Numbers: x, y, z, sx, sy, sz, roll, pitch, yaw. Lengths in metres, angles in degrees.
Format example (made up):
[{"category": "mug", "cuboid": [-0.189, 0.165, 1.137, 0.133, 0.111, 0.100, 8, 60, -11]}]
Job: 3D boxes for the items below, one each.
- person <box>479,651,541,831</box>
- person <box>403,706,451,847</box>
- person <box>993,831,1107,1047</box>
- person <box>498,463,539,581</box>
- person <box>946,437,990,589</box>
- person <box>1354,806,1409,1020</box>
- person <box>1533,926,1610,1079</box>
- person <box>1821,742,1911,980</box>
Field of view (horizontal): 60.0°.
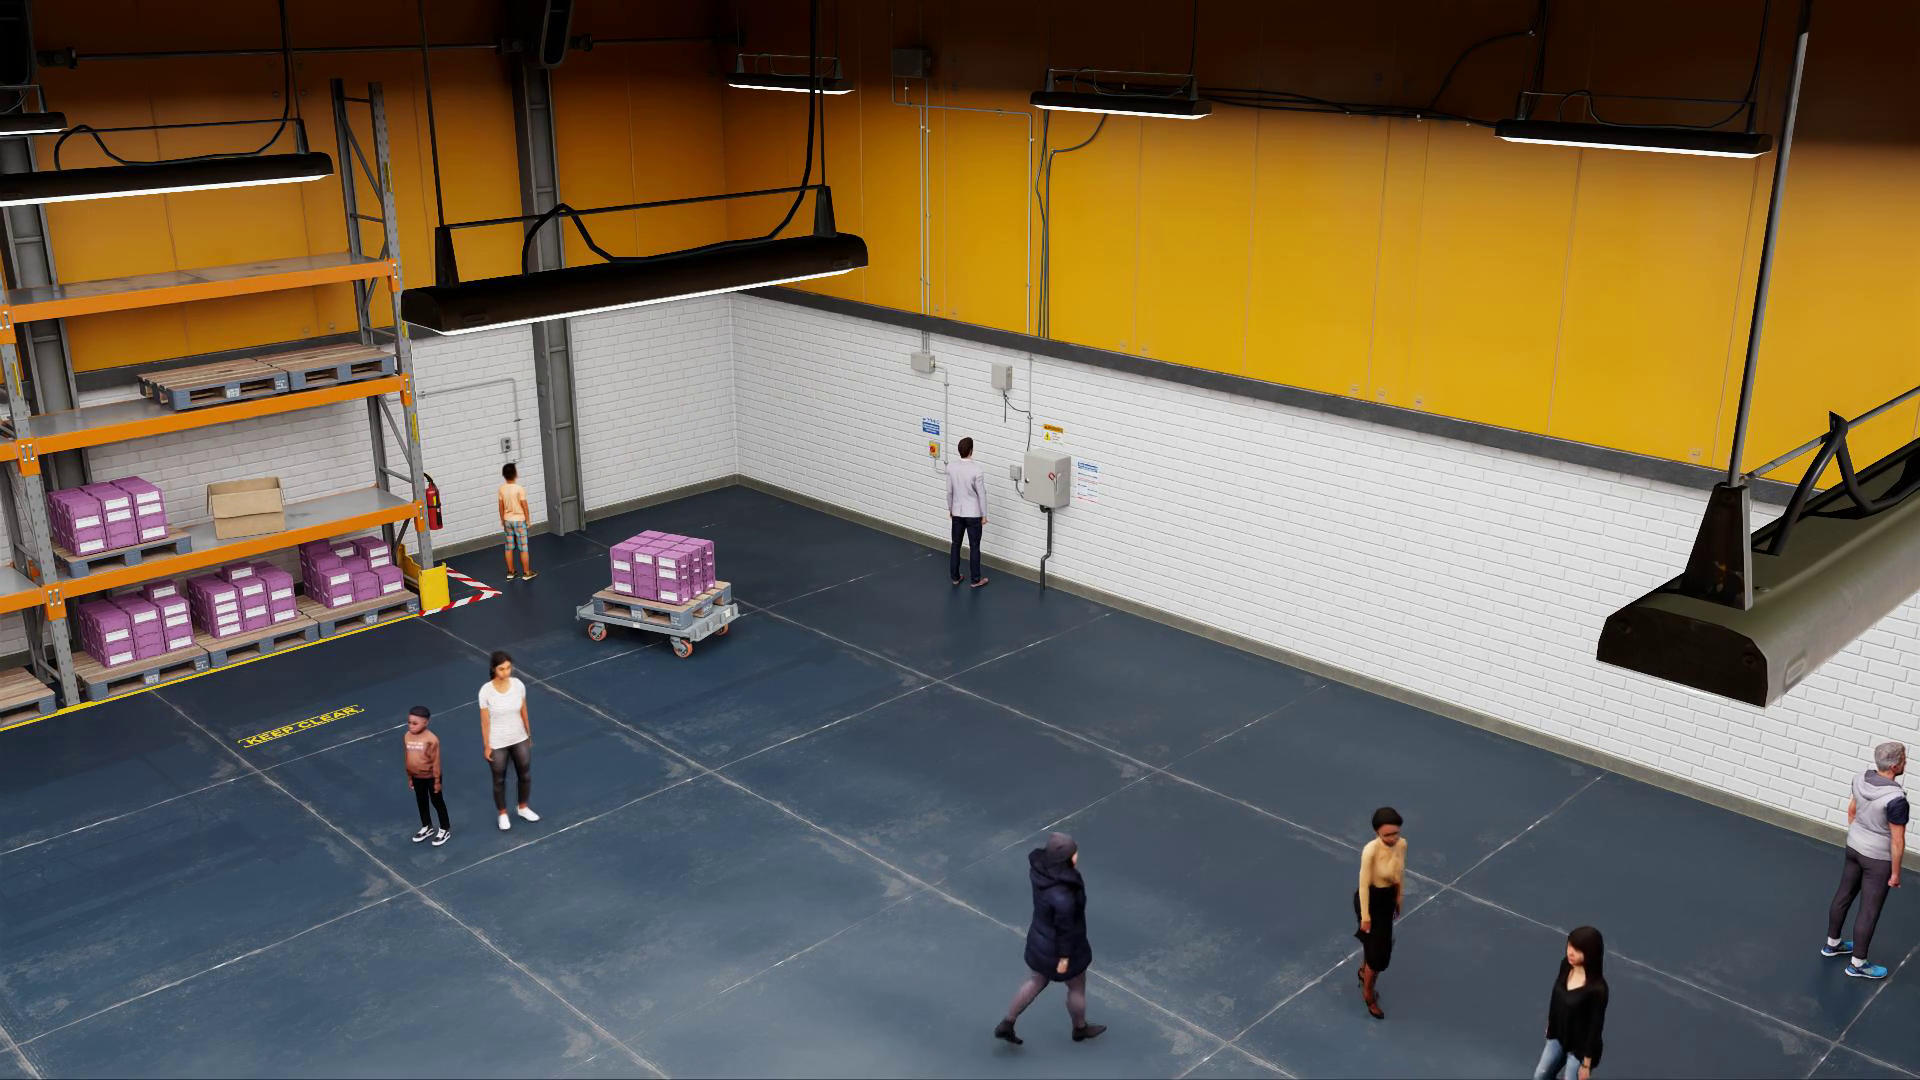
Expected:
[{"category": "person", "cuboid": [-3.916, 1.723, 14.347, 0.530, 1.638, 0.673, -12, 22, -31]}, {"category": "person", "cuboid": [-4.543, 1.987, 14.169, 0.576, 1.252, 0.582, 7, 20, 19]}, {"category": "person", "cuboid": [0.581, 2.741, 11.306, 1.144, 1.650, 0.905, -8, 20, -22]}, {"category": "person", "cuboid": [-5.470, -0.233, 20.433, 0.606, 1.461, 0.638, 3, 19, 10]}, {"category": "person", "cuboid": [0.076, -0.344, 20.148, 0.746, 1.853, 0.695, 9, 21, 25]}, {"category": "person", "cuboid": [2.916, 2.593, 11.779, 0.680, 1.628, 0.623, 17, 25, 41]}, {"category": "person", "cuboid": [3.855, 3.087, 10.294, 0.765, 1.640, 0.711, -7, 20, -19]}, {"category": "person", "cuboid": [6.708, 2.323, 12.269, 0.793, 1.828, 0.777, -3, 19, -8]}]
